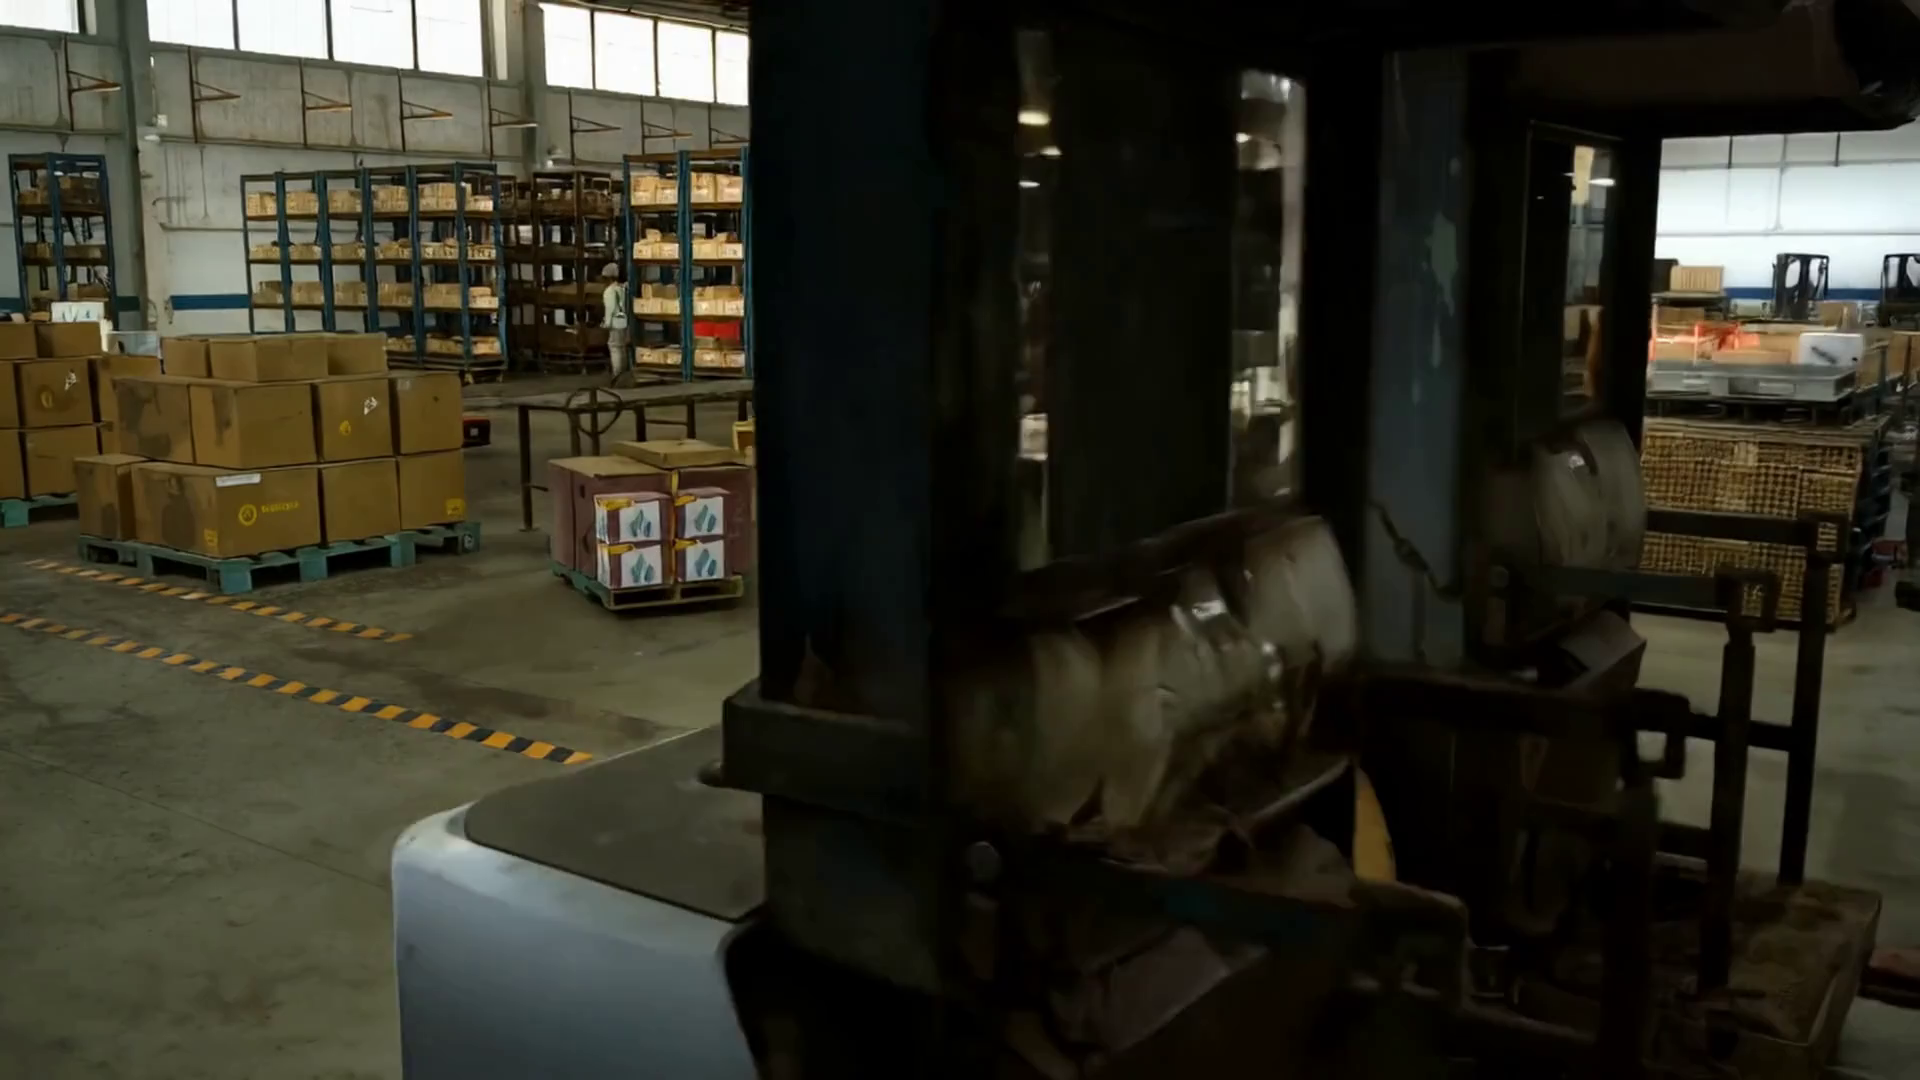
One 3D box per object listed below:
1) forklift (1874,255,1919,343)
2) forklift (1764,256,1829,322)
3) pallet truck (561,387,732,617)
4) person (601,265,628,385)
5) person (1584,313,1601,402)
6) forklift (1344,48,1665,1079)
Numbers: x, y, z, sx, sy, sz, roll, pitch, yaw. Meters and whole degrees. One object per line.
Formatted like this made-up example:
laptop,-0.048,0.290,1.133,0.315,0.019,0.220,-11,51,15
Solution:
forklift,22.089,-5.634,38.796,1.157,1.987,2.680,6,11,33
forklift,20.253,-5.854,40.139,1.157,1.987,2.680,7,12,35
pallet truck,-1.981,-0.274,10.088,0.680,1.201,1.601,-5,11,-28
person,-5.651,-3.509,27.211,0.389,1.949,0.603,2,10,12
person,7.330,-1.995,18.753,0.543,1.752,0.485,3,10,19
forklift,1.249,-0.137,4.360,1.873,2.768,1.129,7,12,35
